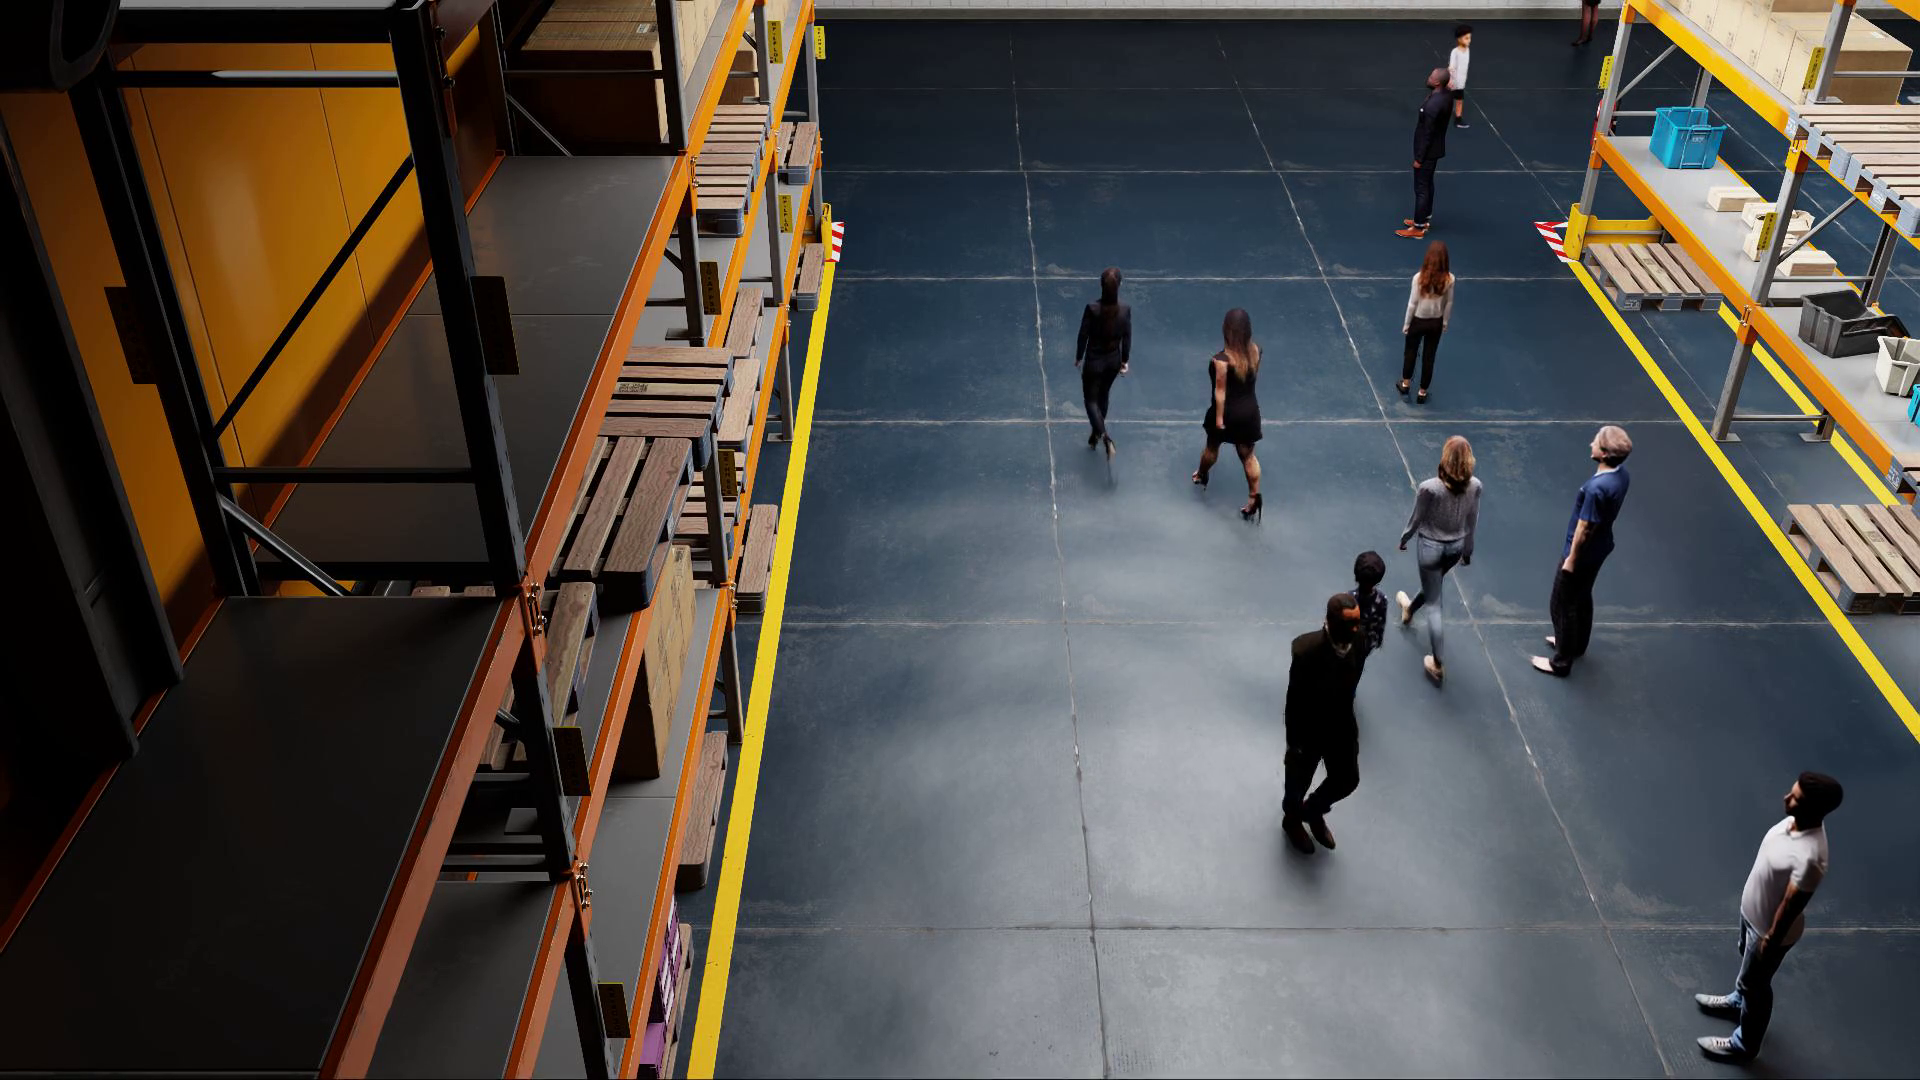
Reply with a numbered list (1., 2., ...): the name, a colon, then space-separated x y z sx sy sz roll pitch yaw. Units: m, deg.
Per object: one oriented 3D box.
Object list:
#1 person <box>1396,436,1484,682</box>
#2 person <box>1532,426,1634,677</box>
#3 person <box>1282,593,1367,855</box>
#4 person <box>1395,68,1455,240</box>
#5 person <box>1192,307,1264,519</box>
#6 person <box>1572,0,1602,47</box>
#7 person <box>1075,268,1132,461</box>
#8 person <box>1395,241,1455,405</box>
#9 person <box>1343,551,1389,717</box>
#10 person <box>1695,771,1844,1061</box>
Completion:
1. person: 3.282 0.155 11.327 0.707 1.743 1.173 -4 34 -5
2. person: 4.289 0.071 11.347 0.793 1.861 0.696 21 39 29
3. person: 2.080 1.038 9.869 0.800 1.887 0.793 -12 35 -17
4. person: 4.990 -4.124 17.696 0.845 1.819 0.718 17 37 23
5. person: 2.212 -0.929 13.030 0.984 1.663 1.124 -23 40 -31
6. person: 8.890 -7.803 23.334 0.661 1.705 0.675 -20 39 -27
7. person: 1.197 -1.398 13.714 0.721 1.685 1.013 -7 34 -10
8. person: 4.115 -1.895 14.654 0.559 1.474 0.627 3 34 4
9. person: 2.644 0.658 11.030 0.504 1.234 0.803 1 34 2
10. person: 4.194 1.921 8.565 0.794 1.859 0.618 11 35 16
